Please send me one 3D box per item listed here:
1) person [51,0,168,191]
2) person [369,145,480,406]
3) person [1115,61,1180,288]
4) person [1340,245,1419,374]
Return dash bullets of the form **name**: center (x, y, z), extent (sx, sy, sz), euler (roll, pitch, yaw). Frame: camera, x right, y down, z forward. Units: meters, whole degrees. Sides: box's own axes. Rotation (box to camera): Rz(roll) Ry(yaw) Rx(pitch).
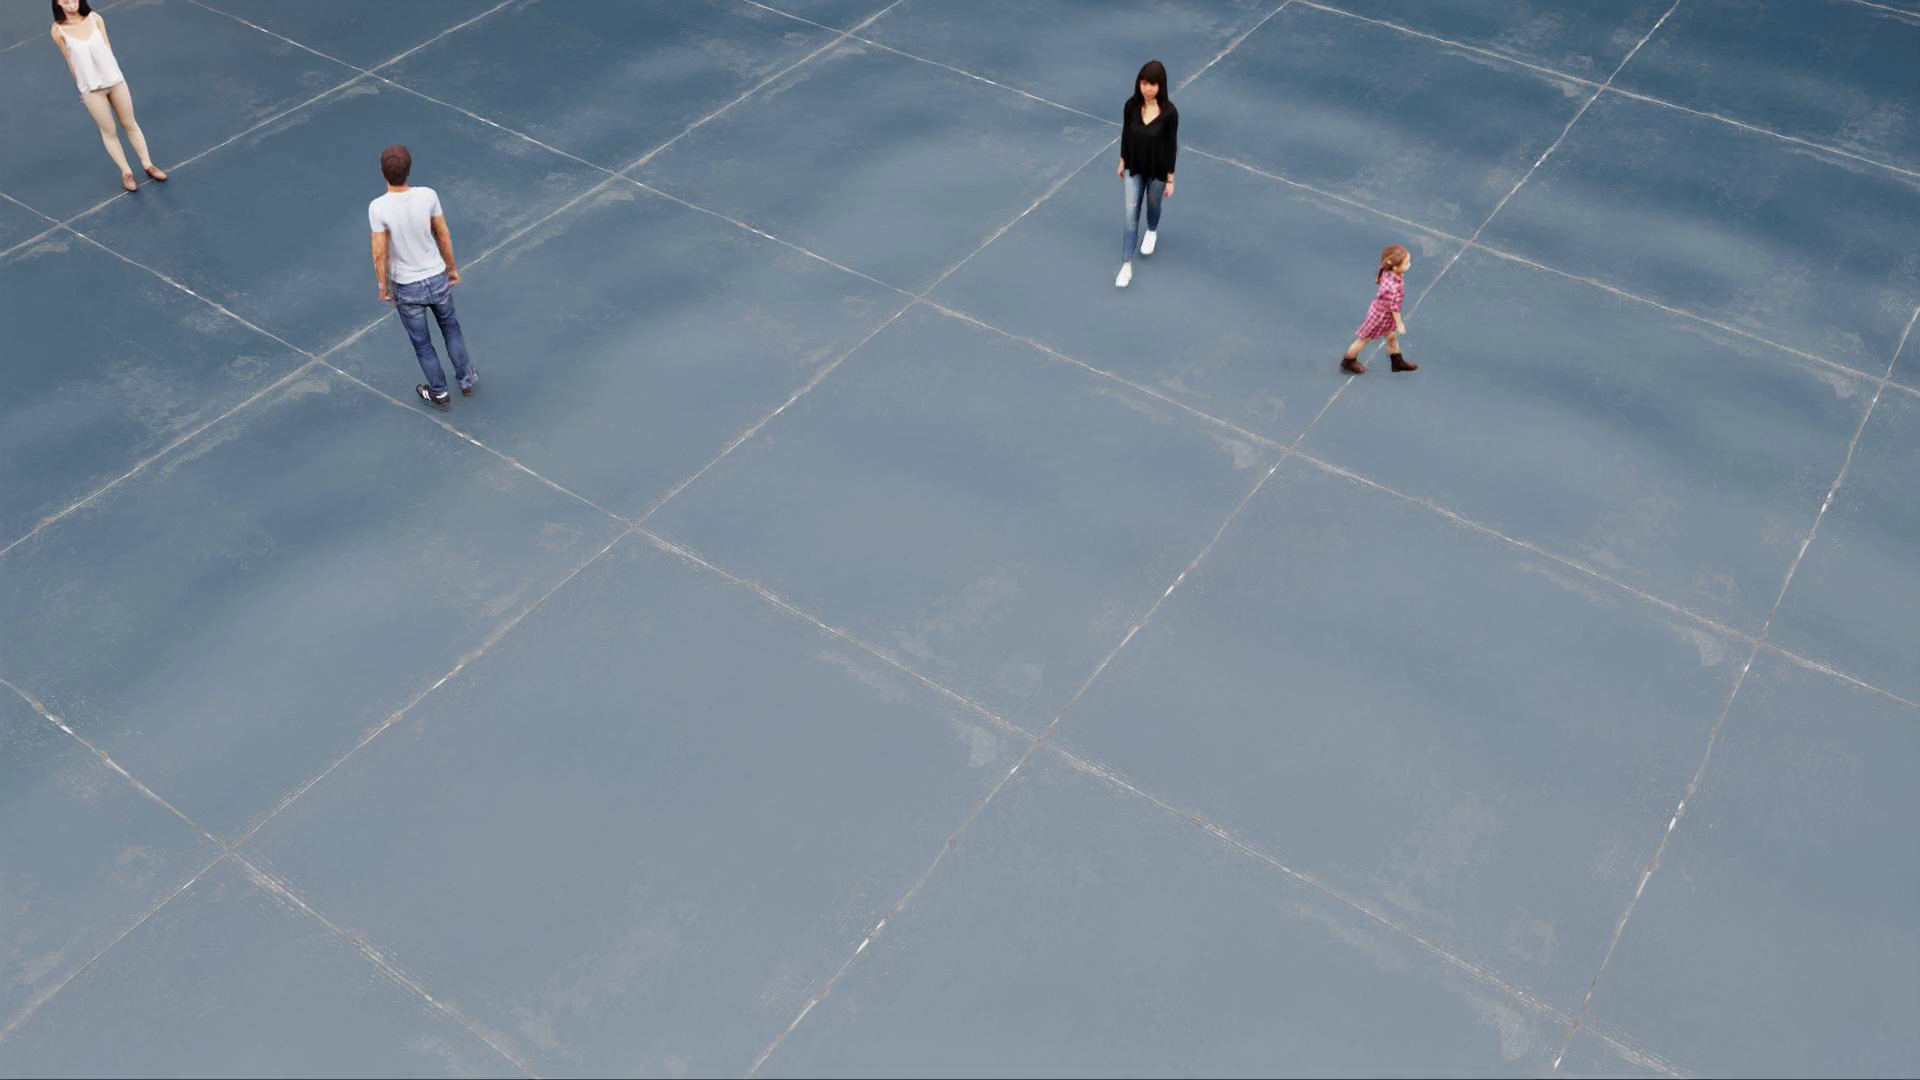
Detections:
- **person**: center (-6.601, -3.510, 12.767), extent (0.578, 1.651, 0.641), euler (26, 49, 25)
- **person**: center (-3.438, -1.654, 10.623), extent (0.727, 1.863, 0.690), euler (-33, 52, -30)
- **person**: center (1.367, -2.688, 11.920), extent (1.046, 1.606, 0.861), euler (12, 44, 13)
- **person**: center (2.780, -1.516, 11.105), extent (0.792, 1.003, 0.610), euler (7, 43, 7)
